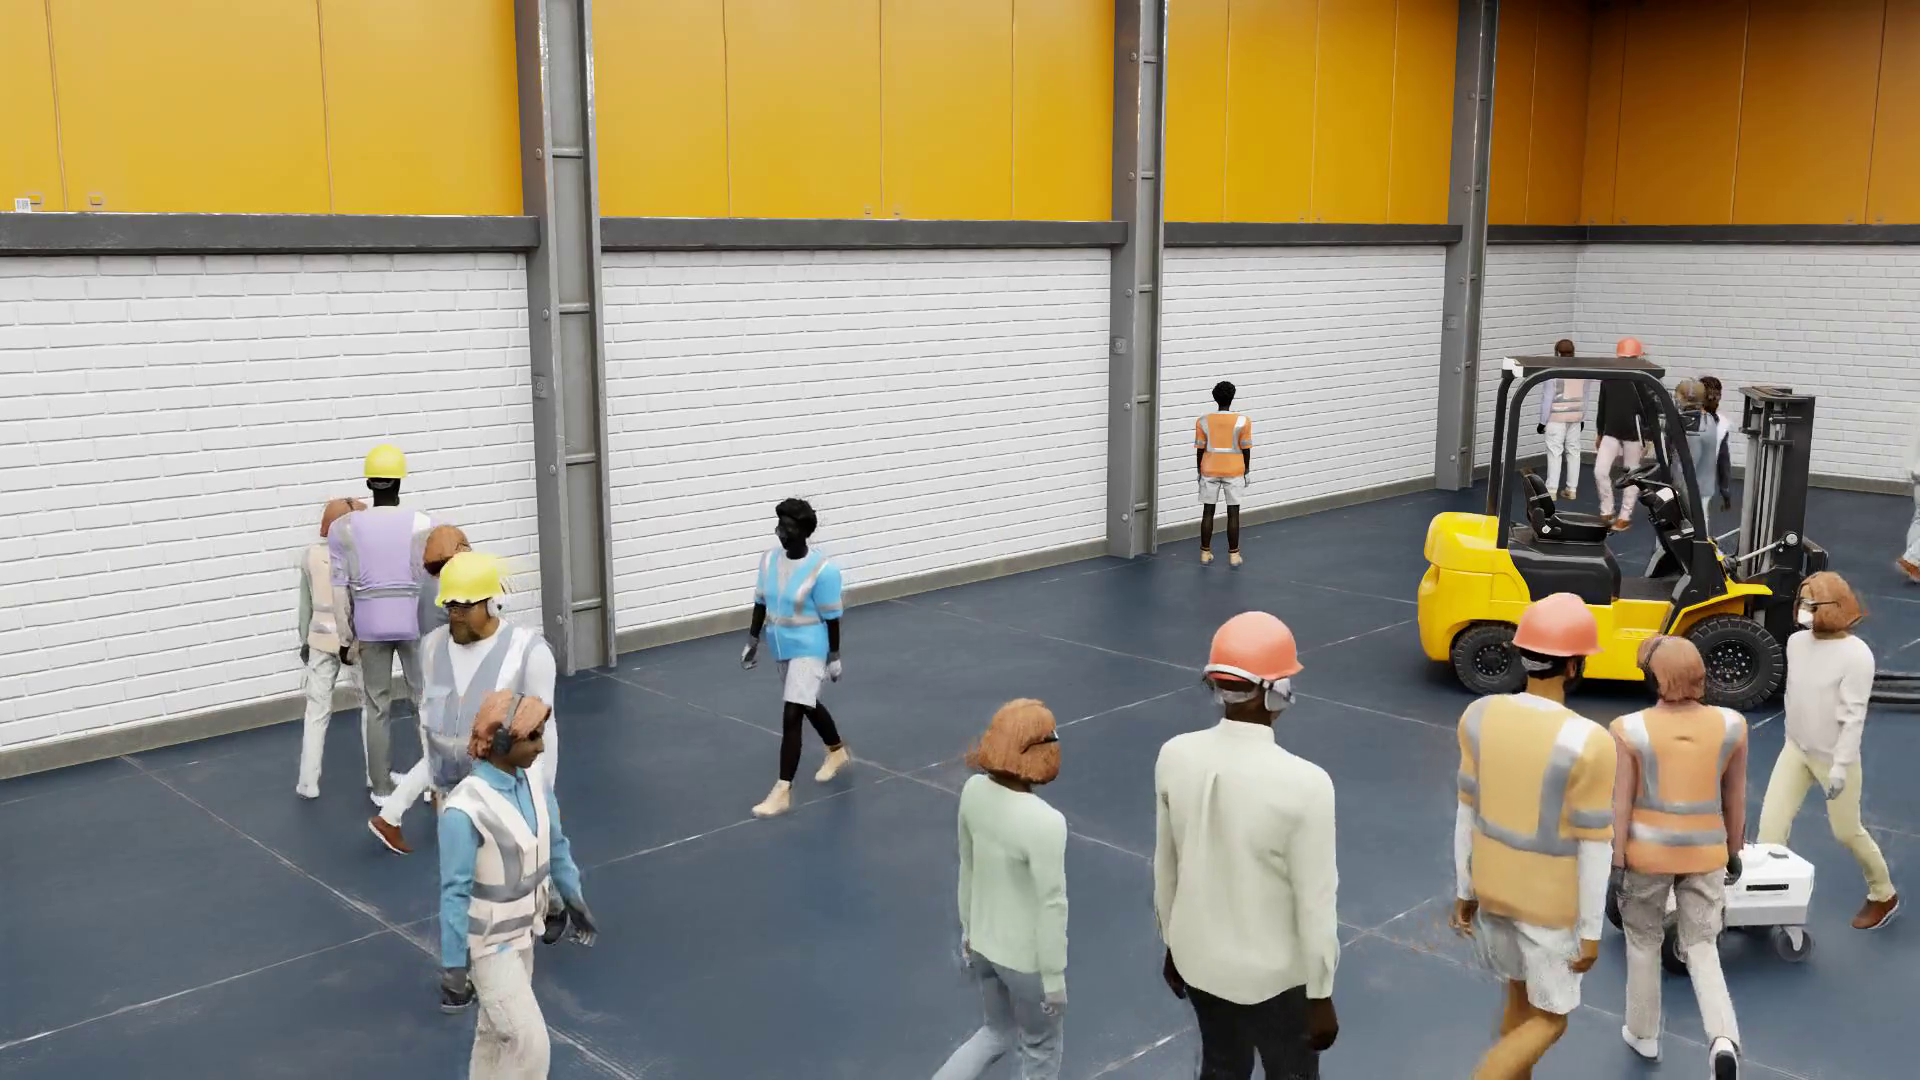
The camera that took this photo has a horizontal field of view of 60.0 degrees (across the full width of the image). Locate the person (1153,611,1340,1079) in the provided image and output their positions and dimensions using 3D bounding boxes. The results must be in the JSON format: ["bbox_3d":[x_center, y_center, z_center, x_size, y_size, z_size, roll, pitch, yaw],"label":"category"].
[{"bbox_3d":[0.761,1.182,4.675,0.571,1.973,0.631,-9,13,-39],"label":"person"}]

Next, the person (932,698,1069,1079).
[{"bbox_3d":[0.109,1.284,5.125,0.566,1.621,0.504,-6,12,-31],"label":"person"}]

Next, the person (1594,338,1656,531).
[{"bbox_3d":[6.709,-1.054,16.855,0.565,1.974,0.642,-10,15,-44],"label":"person"}]

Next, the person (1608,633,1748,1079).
[{"bbox_3d":[2.534,1.145,5.851,0.530,1.613,0.632,1,10,4],"label":"person"}]

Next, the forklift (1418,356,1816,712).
[{"bbox_3d":[4.276,-0.101,11.076,2.313,2.155,1.214,2,11,13],"label":"forklift"}]

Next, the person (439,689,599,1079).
[{"bbox_3d":[-1.381,1.260,5.229,0.559,1.612,0.524,2,11,10],"label":"person"}]

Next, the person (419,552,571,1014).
[{"bbox_3d":[-1.838,0.910,6.600,0.594,1.814,0.641,3,11,15],"label":"person"}]

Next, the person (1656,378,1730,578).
[{"bbox_3d":[5.895,-0.345,13.252,0.983,1.900,0.638,6,12,29],"label":"person"}]

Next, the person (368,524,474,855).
[{"bbox_3d":[-2.578,0.721,8.211,0.765,1.598,0.520,-7,12,-33],"label":"person"}]

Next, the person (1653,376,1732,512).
[{"bbox_3d":[6.120,-0.432,13.814,0.602,1.850,1.032,-3,11,-18],"label":"person"}]

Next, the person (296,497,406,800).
[{"bbox_3d":[-3.337,0.587,8.941,0.556,1.609,0.486,3,11,18],"label":"person"}]

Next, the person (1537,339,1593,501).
[{"bbox_3d":[6.853,-1.364,18.946,0.620,1.838,0.430,-3,11,-17],"label":"person"}]

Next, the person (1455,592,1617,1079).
[{"bbox_3d":[1.734,1.118,5.227,0.750,1.916,0.541,-7,12,-32],"label":"person"}]

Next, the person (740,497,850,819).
[{"bbox_3d":[-0.838,0.575,8.862,0.539,1.656,0.877,9,14,40],"label":"person"}]

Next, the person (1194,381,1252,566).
[{"bbox_3d":[2.401,-0.605,15.200,0.532,1.694,0.320,4,11,21],"label":"person"}]

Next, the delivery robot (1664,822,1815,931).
[{"bbox_3d":[3.175,1.425,6.972,0.707,0.478,0.477,-1,10,-5],"label":"delivery robot"}]

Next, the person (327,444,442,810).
[{"bbox_3d":[-2.982,0.459,8.749,0.589,1.928,0.386,-2,11,-12],"label":"person"}]

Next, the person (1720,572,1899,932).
[{"bbox_3d":[3.725,0.921,7.137,0.824,1.595,0.520,-3,11,-15],"label":"person"}]

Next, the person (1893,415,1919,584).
[{"bbox_3d":[8.340,-0.531,14.180,0.421,1.915,0.670,1,10,8],"label":"person"}]
